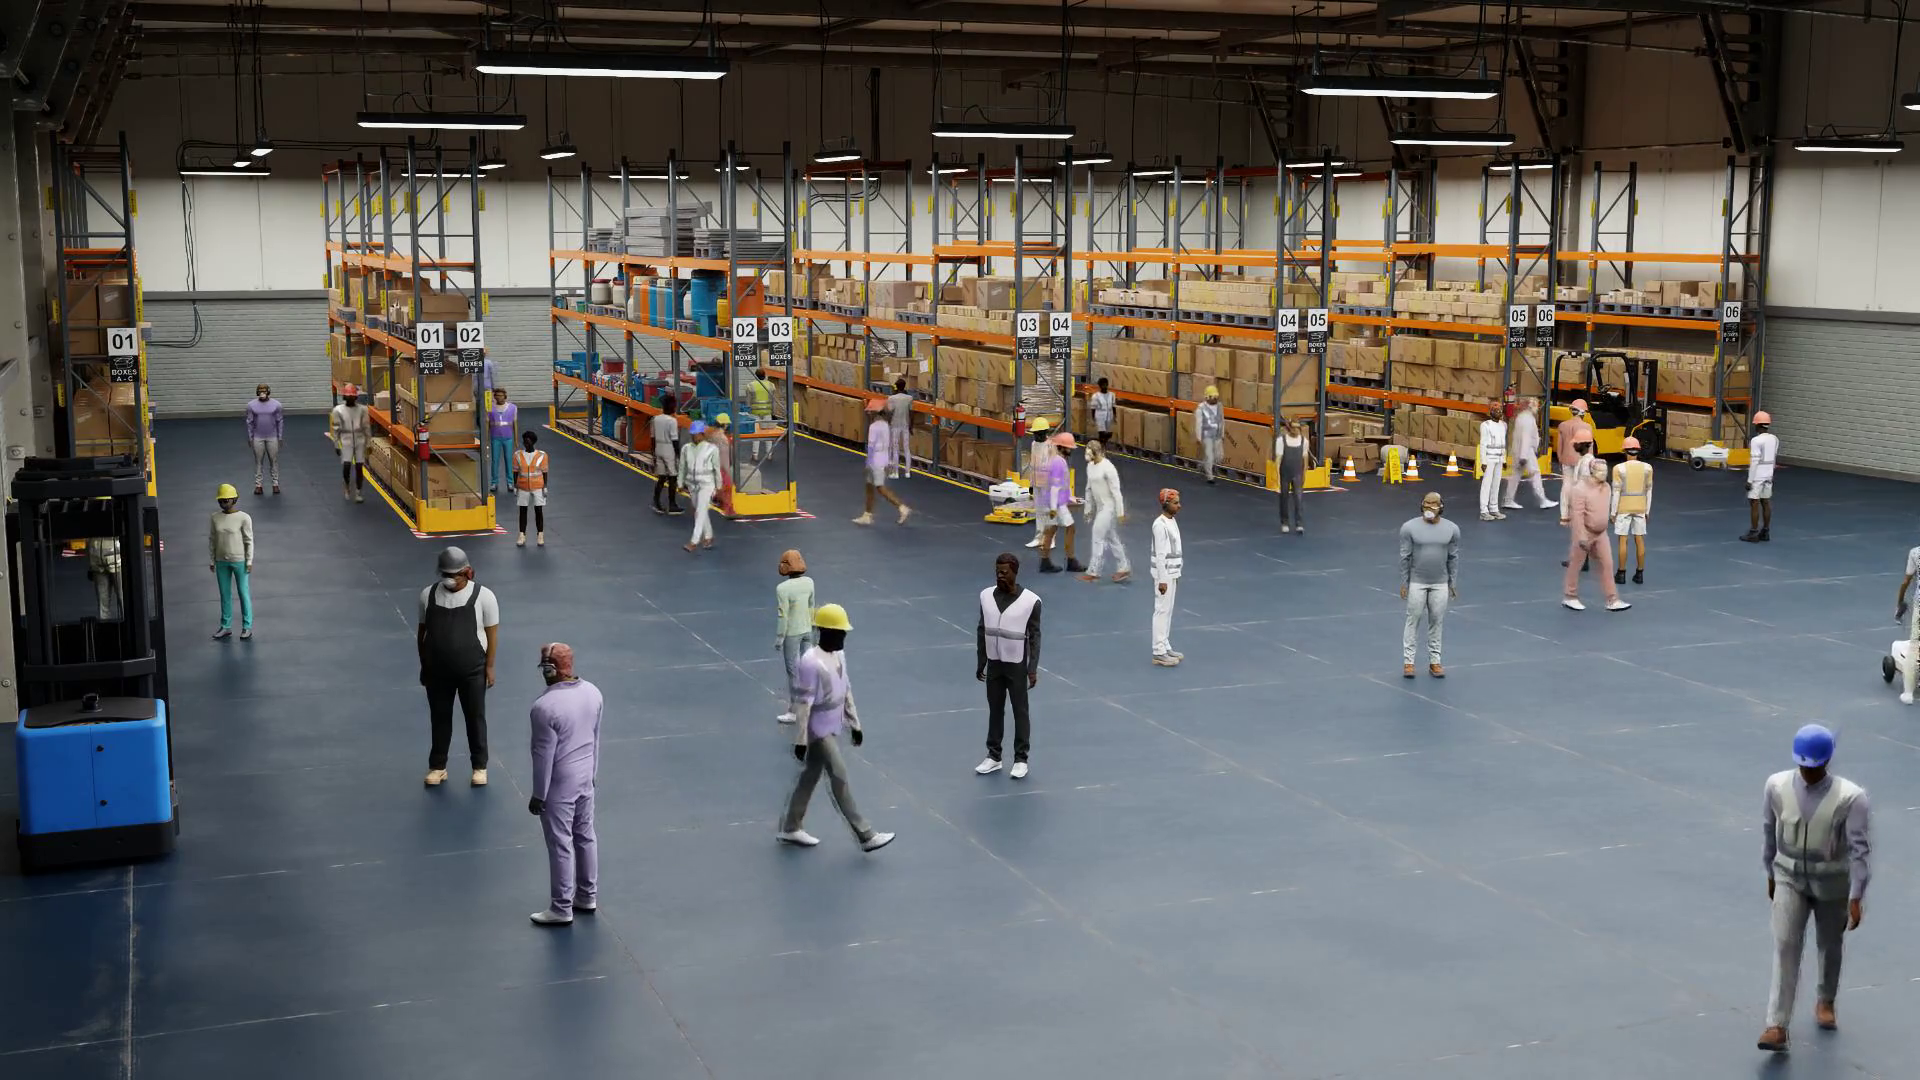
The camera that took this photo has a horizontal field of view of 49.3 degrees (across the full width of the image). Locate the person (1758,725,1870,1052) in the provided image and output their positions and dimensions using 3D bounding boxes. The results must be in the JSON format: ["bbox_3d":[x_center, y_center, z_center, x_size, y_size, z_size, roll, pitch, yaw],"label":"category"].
[{"bbox_3d":[4.881,1.965,11.978,0.619,1.882,1.037,6,10,35],"label":"person"}]

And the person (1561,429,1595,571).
[{"bbox_3d":[8.451,-0.549,28.520,0.403,1.932,0.587,1,9,8],"label":"person"}]

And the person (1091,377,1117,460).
[{"bbox_3d":[2.851,-2.442,41.983,0.540,1.677,0.567,-4,9,-24],"label":"person"}]

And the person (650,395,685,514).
[{"bbox_3d":[-4.804,-1.379,34.102,0.681,1.942,0.591,8,12,44],"label":"person"}]

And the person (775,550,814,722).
[{"bbox_3d":[-1.564,0.904,19.832,0.281,1.633,0.501,6,10,35],"label":"person"}]

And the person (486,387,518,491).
[{"bbox_3d":[-8.118,-1.791,37.103,0.567,1.841,0.375,-2,9,-10],"label":"person"}]

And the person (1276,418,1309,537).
[{"bbox_3d":[5.031,-0.958,31.743,0.513,1.789,0.998,0,9,2],"label":"person"}]

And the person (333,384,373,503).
[{"bbox_3d":[-10.267,-1.629,35.449,0.622,2.024,0.557,-3,9,-21],"label":"person"}]

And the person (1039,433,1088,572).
[{"bbox_3d":[1.443,-0.505,28.332,0.802,1.895,0.534,0,9,-1],"label":"person"}]

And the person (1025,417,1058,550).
[{"bbox_3d":[1.183,-0.820,30.355,0.381,1.922,0.594,-6,10,-34],"label":"person"}]

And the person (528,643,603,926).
[{"bbox_3d":[-2.684,1.627,14.113,0.410,1.906,0.642,4,10,26],"label":"person"}]

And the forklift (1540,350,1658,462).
[{"bbox_3d":[12.897,-2.725,42.309,2.313,2.155,1.214,-3,9,-21],"label":"forklift"}]

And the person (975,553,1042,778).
[{"bbox_3d":[0.413,1.053,17.887,0.587,1.920,0.392,5,10,28],"label":"person"}]

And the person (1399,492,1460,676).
[{"bbox_3d":[4.878,0.459,21.803,0.627,1.936,0.374,0,9,0],"label":"person"}]

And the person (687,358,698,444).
[{"bbox_3d":[-5.532,-2.805,43.560,0.618,1.928,1.025,-5,10,-30],"label":"person"}]

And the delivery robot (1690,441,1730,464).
[{"bbox_3d":[14.444,-1.663,40.341,0.707,0.478,0.477,2,9,14],"label":"delivery robot"}]

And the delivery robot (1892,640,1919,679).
[{"bbox_3d":[9.738,1.194,21.305,0.477,0.478,0.707,1,9,10],"label":"delivery robot"}]

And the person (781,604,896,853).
[{"bbox_3d":[-0.927,1.405,15.680,0.990,1.870,0.616,3,9,18],"label":"person"}]

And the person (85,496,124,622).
[{"bbox_3d":[-9.431,0.290,23.258,0.589,1.834,0.403,1,9,5],"label":"person"}]

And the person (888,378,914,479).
[{"bbox_3d":[-1.110,-2.077,38.937,0.532,1.867,0.321,-3,9,-18],"label":"person"}]

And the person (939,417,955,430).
[{"bbox_3d":[-0.341,-3.285,47.396,0.483,1.745,0.302,-4,9,-24],"label":"person"}]

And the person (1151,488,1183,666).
[{"bbox_3d":[2.224,0.384,22.467,0.345,1.882,0.584,3,9,17],"label":"person"}]

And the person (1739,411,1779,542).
[{"bbox_3d":[11.890,-0.946,31.159,0.563,1.936,0.387,-6,10,-33],"label":"person"}]

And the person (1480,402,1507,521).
[{"bbox_3d":[8.529,-1.263,33.452,0.583,1.882,0.350,-7,11,-37],"label":"person"}]

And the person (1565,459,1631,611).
[{"bbox_3d":[7.716,-0.044,25.370,0.658,1.866,0.928,-4,10,-26],"label":"person"}]

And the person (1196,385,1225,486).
[{"bbox_3d":[4.529,-1.900,37.908,0.622,1.819,0.459,-5,10,-31],"label":"person"}]

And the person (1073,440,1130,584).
[{"bbox_3d":[1.841,-0.371,27.472,0.939,1.881,0.654,-3,9,-19],"label":"person"}]

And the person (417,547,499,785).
[{"bbox_3d":[-4.223,1.067,17.535,0.674,2.000,0.535,0,9,1],"label":"person"}]

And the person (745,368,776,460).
[{"bbox_3d":[-4.003,-2.529,42.028,0.637,1.842,0.429,-3,9,-18],"label":"person"}]

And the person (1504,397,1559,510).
[{"bbox_3d":[9.470,-1.428,34.627,0.933,1.862,0.642,0,9,0],"label":"person"}]

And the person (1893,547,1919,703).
[{"bbox_3d":[9.515,0.690,20.573,0.643,1.839,0.430,6,10,33],"label":"person"}]

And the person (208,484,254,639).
[{"bbox_3d":[-8.295,0.240,23.817,0.533,1.768,0.310,1,9,10],"label":"person"}]

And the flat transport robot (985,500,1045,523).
[{"bbox_3d":[1.043,-0.463,33.611,0.652,0.197,1.431,5,10,32],"label":"flat transport robot"}]

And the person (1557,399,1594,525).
[{"bbox_3d":[9.643,-1.212,32.777,0.394,1.985,0.611,-8,11,-41],"label":"person"}]

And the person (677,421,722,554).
[{"bbox_3d":[-3.773,-0.771,30.124,0.635,1.893,1.024,4,9,23],"label":"person"}]

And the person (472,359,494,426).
[{"bbox_3d":[-11.168,-3.603,48.972,0.562,1.911,0.876,-3,9,-18],"label":"person"}]

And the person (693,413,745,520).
[{"bbox_3d":[-3.853,-1.159,33.256,0.832,1.737,0.535,-4,9,-22],"label":"person"}]

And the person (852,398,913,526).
[{"bbox_3d":[-1.211,-1.211,32.708,0.944,2.019,0.608,2,9,11],"label":"person"}]

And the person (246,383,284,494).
[{"bbox_3d":[-12.195,-1.788,36.769,0.630,1.939,0.372,-2,9,-15],"label":"person"}]

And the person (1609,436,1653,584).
[{"bbox_3d":[8.803,-0.396,27.525,0.542,1.928,0.375,-1,9,-4],"label":"person"}]

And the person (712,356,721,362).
[{"bbox_3d":[-5.742,-3.521,49.397,0.518,1.617,0.614,-1,9,-4],"label":"person"}]

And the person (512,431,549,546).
[{"bbox_3d":[-6.303,-0.760,30.732,0.531,1.691,0.320,-1,9,-3],"label":"person"}]

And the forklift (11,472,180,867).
[{"bbox_3d":[-6.630,0.886,15.957,1.129,2.768,1.873,-3,9,-21],"label":"forklift"}]

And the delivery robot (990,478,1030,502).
[{"bbox_3d":[0.813,-0.779,34.461,0.477,0.478,0.707,-8,12,-43],"label":"delivery robot"}]
